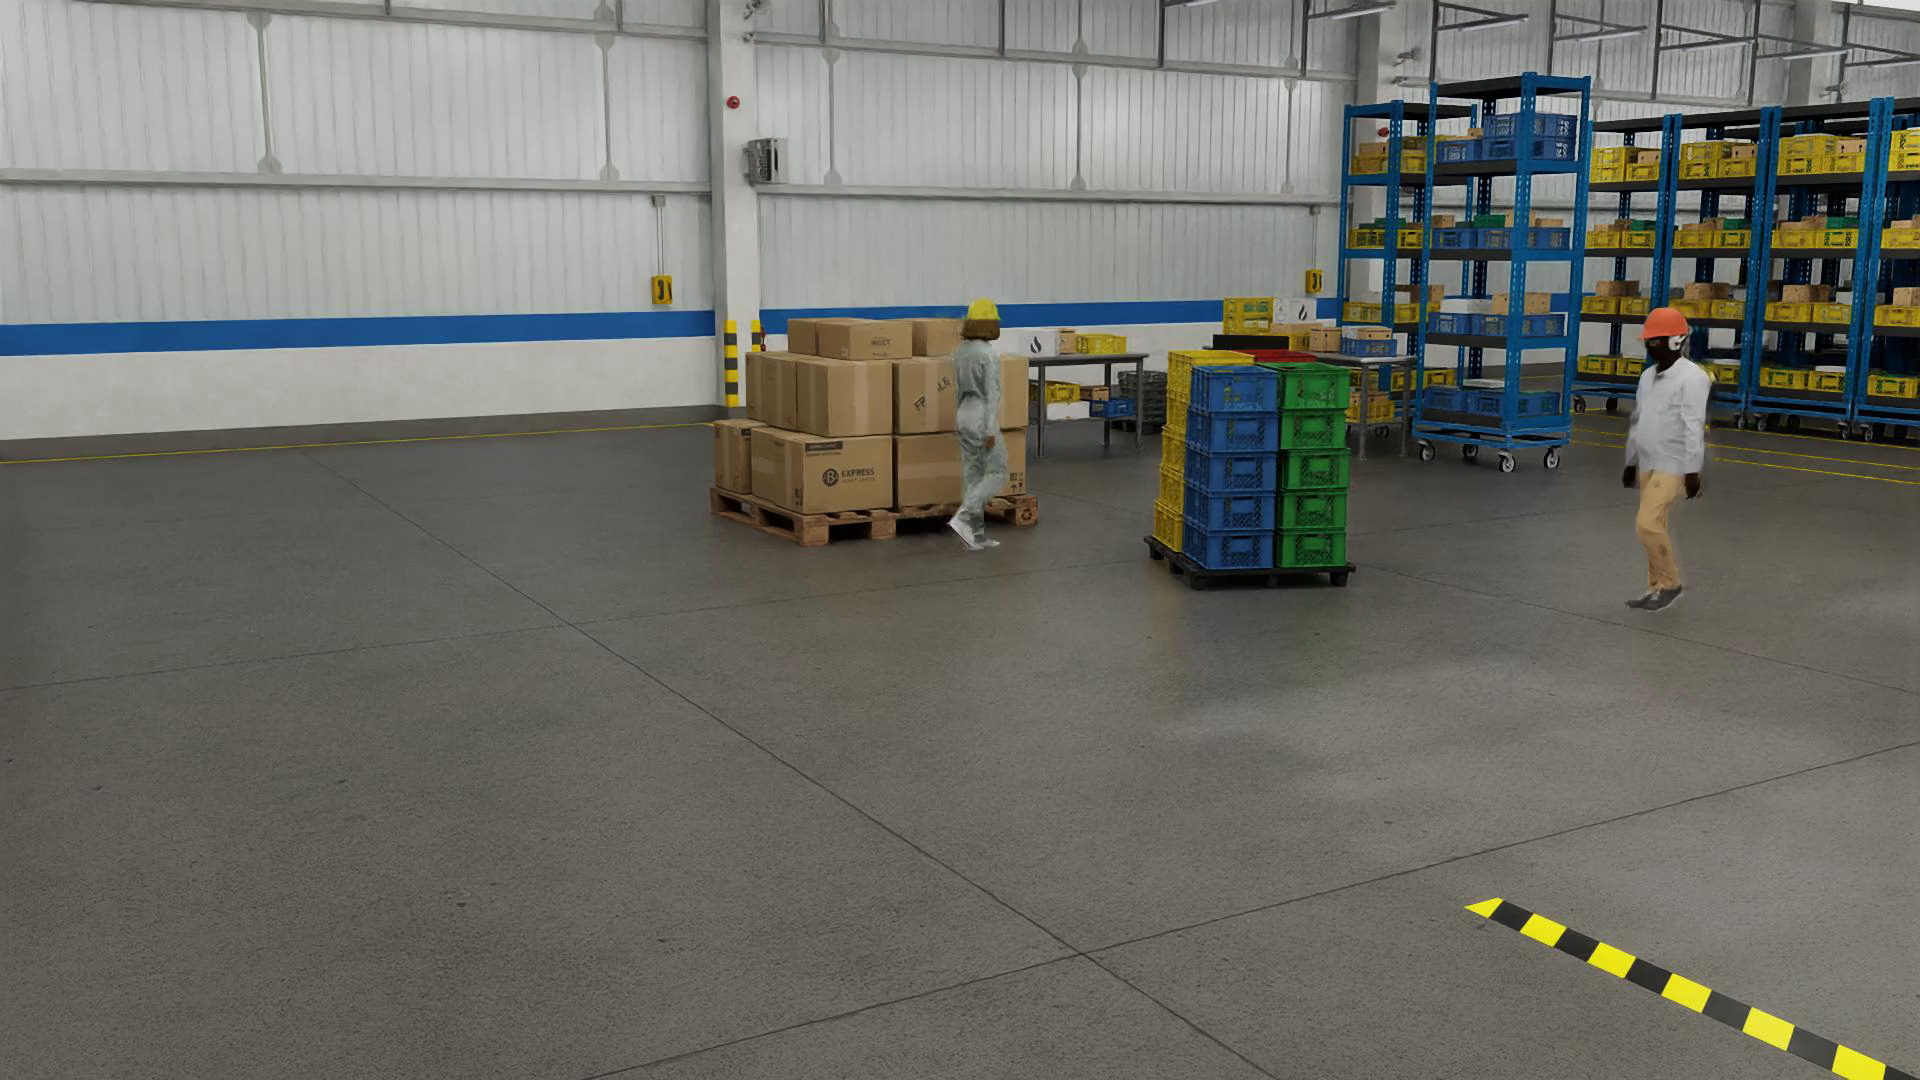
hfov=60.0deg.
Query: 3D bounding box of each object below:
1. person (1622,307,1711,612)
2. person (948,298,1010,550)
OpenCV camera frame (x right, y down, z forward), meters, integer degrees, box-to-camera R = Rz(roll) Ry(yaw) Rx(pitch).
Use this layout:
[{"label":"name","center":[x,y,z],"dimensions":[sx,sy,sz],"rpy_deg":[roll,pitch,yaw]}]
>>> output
[{"label":"person","center":[3.951,-0.441,9.407],"dimensions":[0.401,1.733,0.586],"rpy_deg":[-1,10,-7]},{"label":"person","center":[0.107,-0.774,11.316],"dimensions":[0.425,1.727,0.482],"rpy_deg":[-7,12,-36]}]
